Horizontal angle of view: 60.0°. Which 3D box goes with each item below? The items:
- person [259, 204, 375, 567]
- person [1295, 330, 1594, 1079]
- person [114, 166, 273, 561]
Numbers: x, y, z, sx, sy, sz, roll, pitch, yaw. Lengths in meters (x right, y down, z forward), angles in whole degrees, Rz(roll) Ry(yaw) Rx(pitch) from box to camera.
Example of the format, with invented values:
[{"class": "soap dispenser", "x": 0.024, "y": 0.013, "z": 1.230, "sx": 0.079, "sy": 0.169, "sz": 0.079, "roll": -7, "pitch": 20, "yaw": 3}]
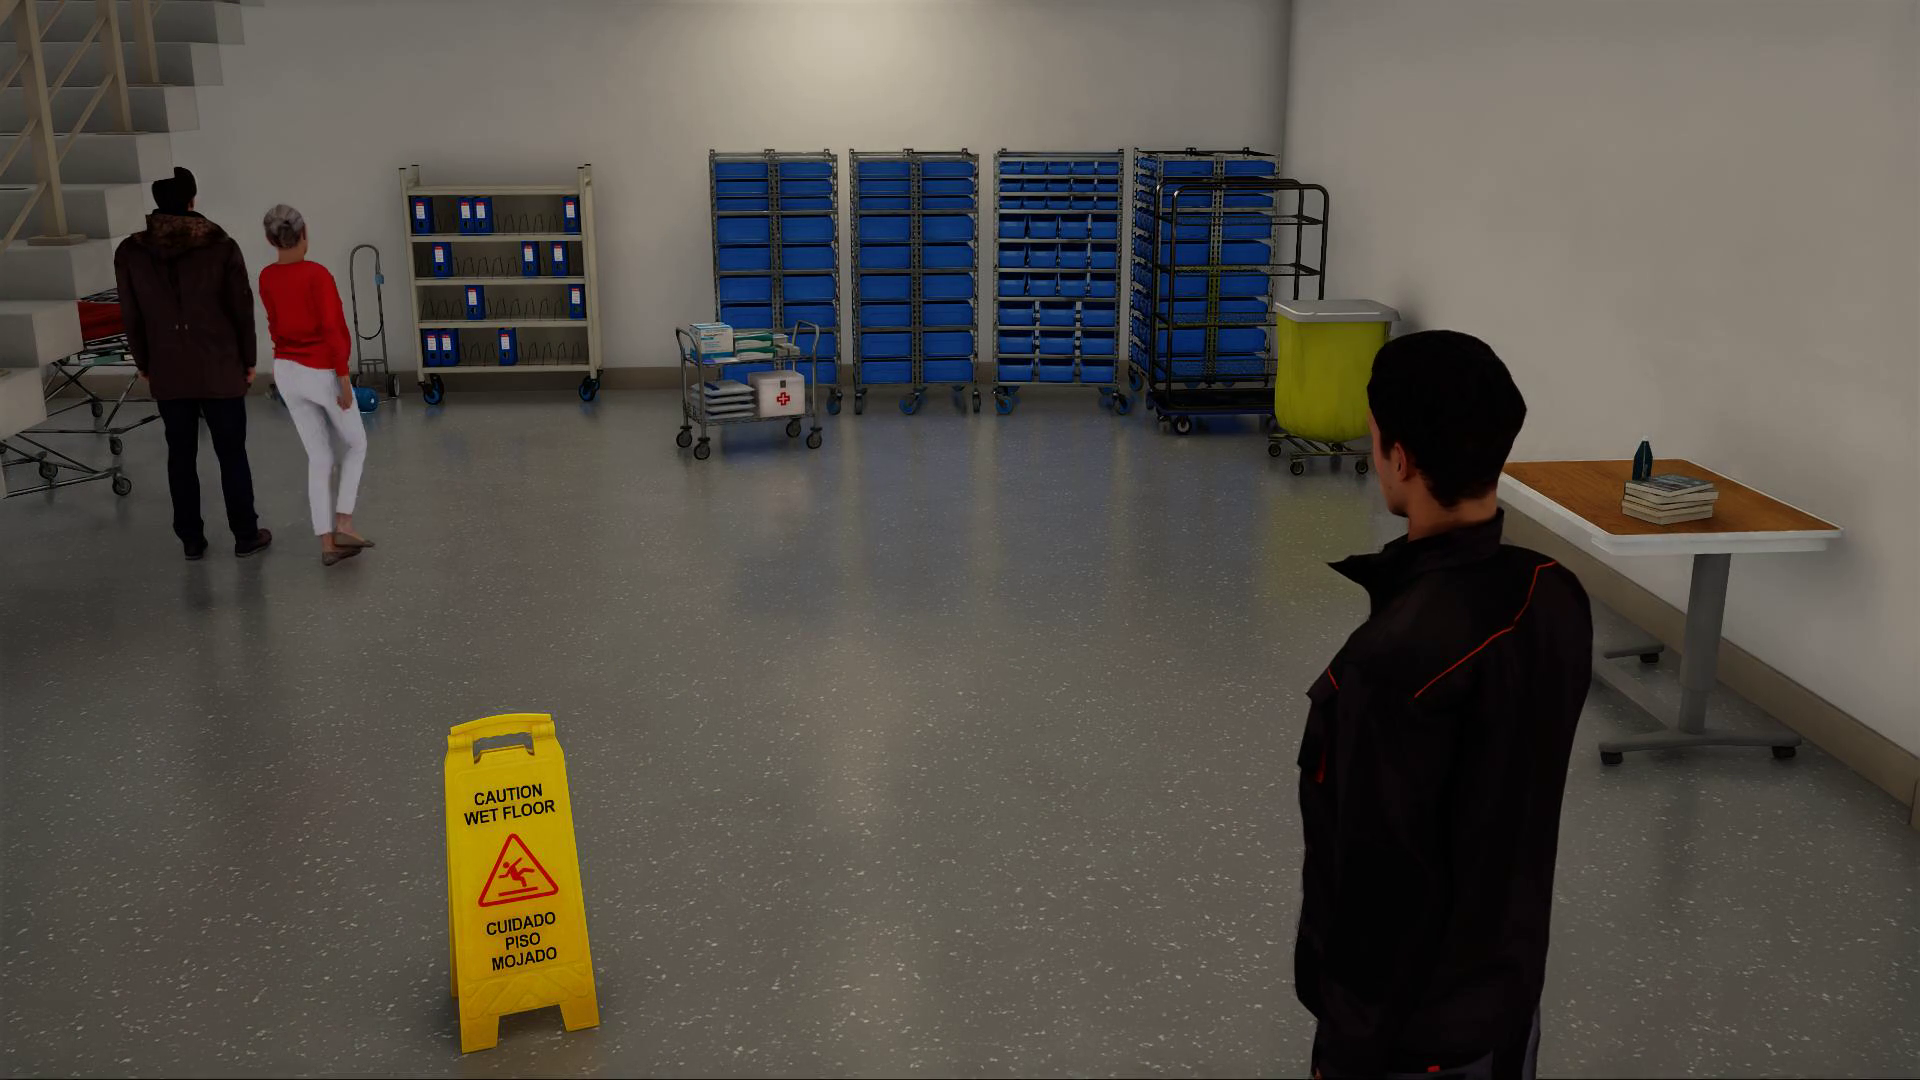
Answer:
[{"class": "person", "x": -3.045, "y": -0.680, "z": 7.691, "sx": 0.676, "sy": 1.666, "sz": 0.681, "roll": 5, "pitch": 17, "yaw": 18}, {"class": "person", "x": 0.693, "y": 0.651, "z": 2.459, "sx": 0.842, "sy": 1.944, "sz": 0.770, "roll": 12, "pitch": 19, "yaw": 35}, {"class": "person", "x": -3.628, "y": -0.831, "z": 7.896, "sx": 0.754, "sy": 1.847, "sz": 0.656, "roll": -2, "pitch": 16, "yaw": -8}]
